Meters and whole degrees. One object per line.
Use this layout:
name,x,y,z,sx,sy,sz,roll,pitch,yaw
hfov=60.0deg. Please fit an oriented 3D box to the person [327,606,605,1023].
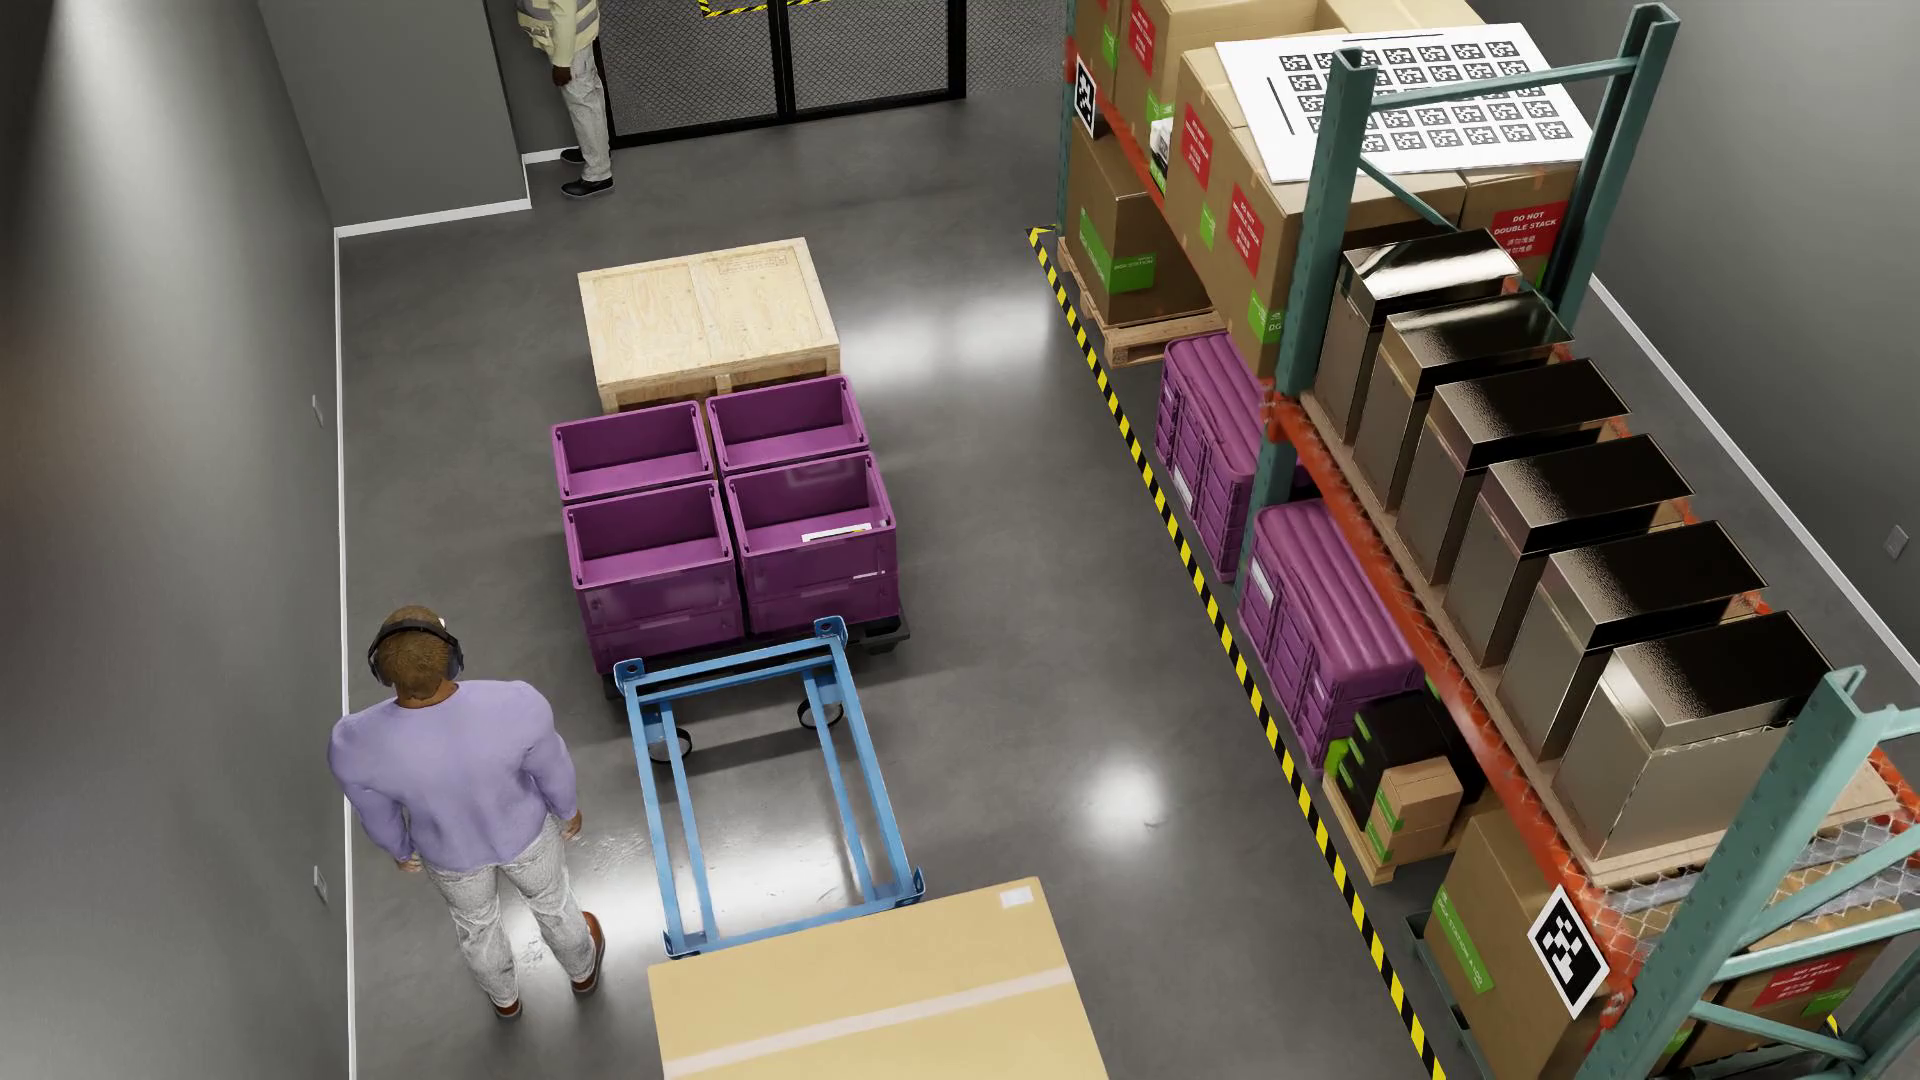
person,-1.463,0.875,5.083,0.630,1.940,0.372,-13,49,-12

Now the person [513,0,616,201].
person,-1.993,-2.560,8.308,0.403,1.834,0.588,-5,48,-5
